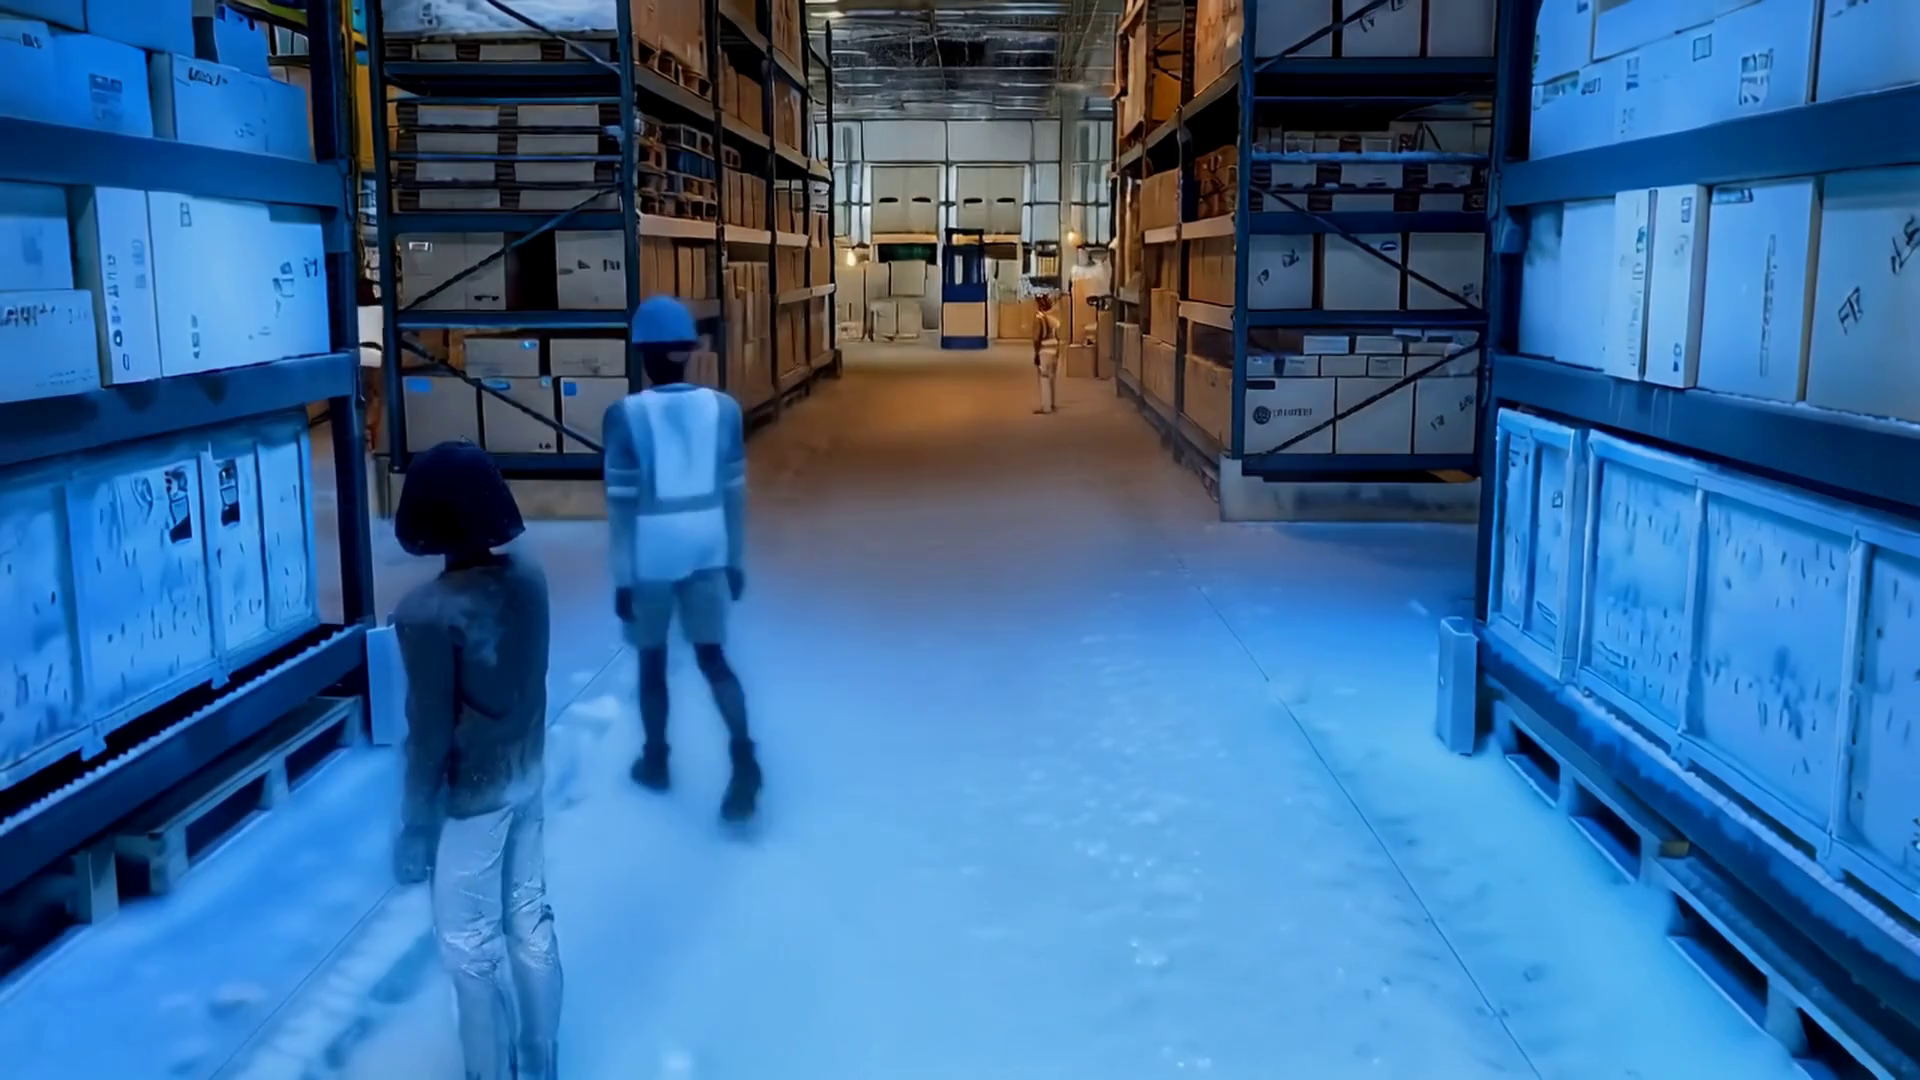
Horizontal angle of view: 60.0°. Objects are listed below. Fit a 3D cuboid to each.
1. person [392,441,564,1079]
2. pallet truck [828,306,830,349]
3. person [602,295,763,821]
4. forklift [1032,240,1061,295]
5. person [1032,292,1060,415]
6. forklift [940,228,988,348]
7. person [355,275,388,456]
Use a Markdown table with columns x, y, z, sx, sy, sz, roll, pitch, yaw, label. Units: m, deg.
| x | y | z | sx | sy | sz | roll | pitch | yaw | label |
| --- | --- | --- | --- | --- | --- | --- | --- | --- | --- |
| -1.088 | 0.593 | 3.736 | 0.283 | 1.633 | 0.497 | 3 | 10 | 17 | person |
| -3.100 | -3.940 | 29.800 | 1.885 | 1.965 | 0.823 | 3 | 10 | 19 | pallet truck |
| -1.001 | 0.066 | 6.083 | 0.559 | 1.915 | 0.883 | -6 | 11 | -30 | person |
| 3.172 | -9.648 | 61.356 | 1.129 | 2.768 | 1.873 | 0 | 9 | 1 | forklift |
| 1.148 | -2.472 | 22.116 | 0.318 | 1.630 | 0.513 | 5 | 11 | 30 | person |
| 0.103 | -5.942 | 39.153 | 1.129 | 2.768 | 1.873 | 0 | 9 | 1 | forklift |
| -6.164 | -1.795 | 17.248 | 0.595 | 1.902 | 0.729 | 0 | 9 | -1 | person |
